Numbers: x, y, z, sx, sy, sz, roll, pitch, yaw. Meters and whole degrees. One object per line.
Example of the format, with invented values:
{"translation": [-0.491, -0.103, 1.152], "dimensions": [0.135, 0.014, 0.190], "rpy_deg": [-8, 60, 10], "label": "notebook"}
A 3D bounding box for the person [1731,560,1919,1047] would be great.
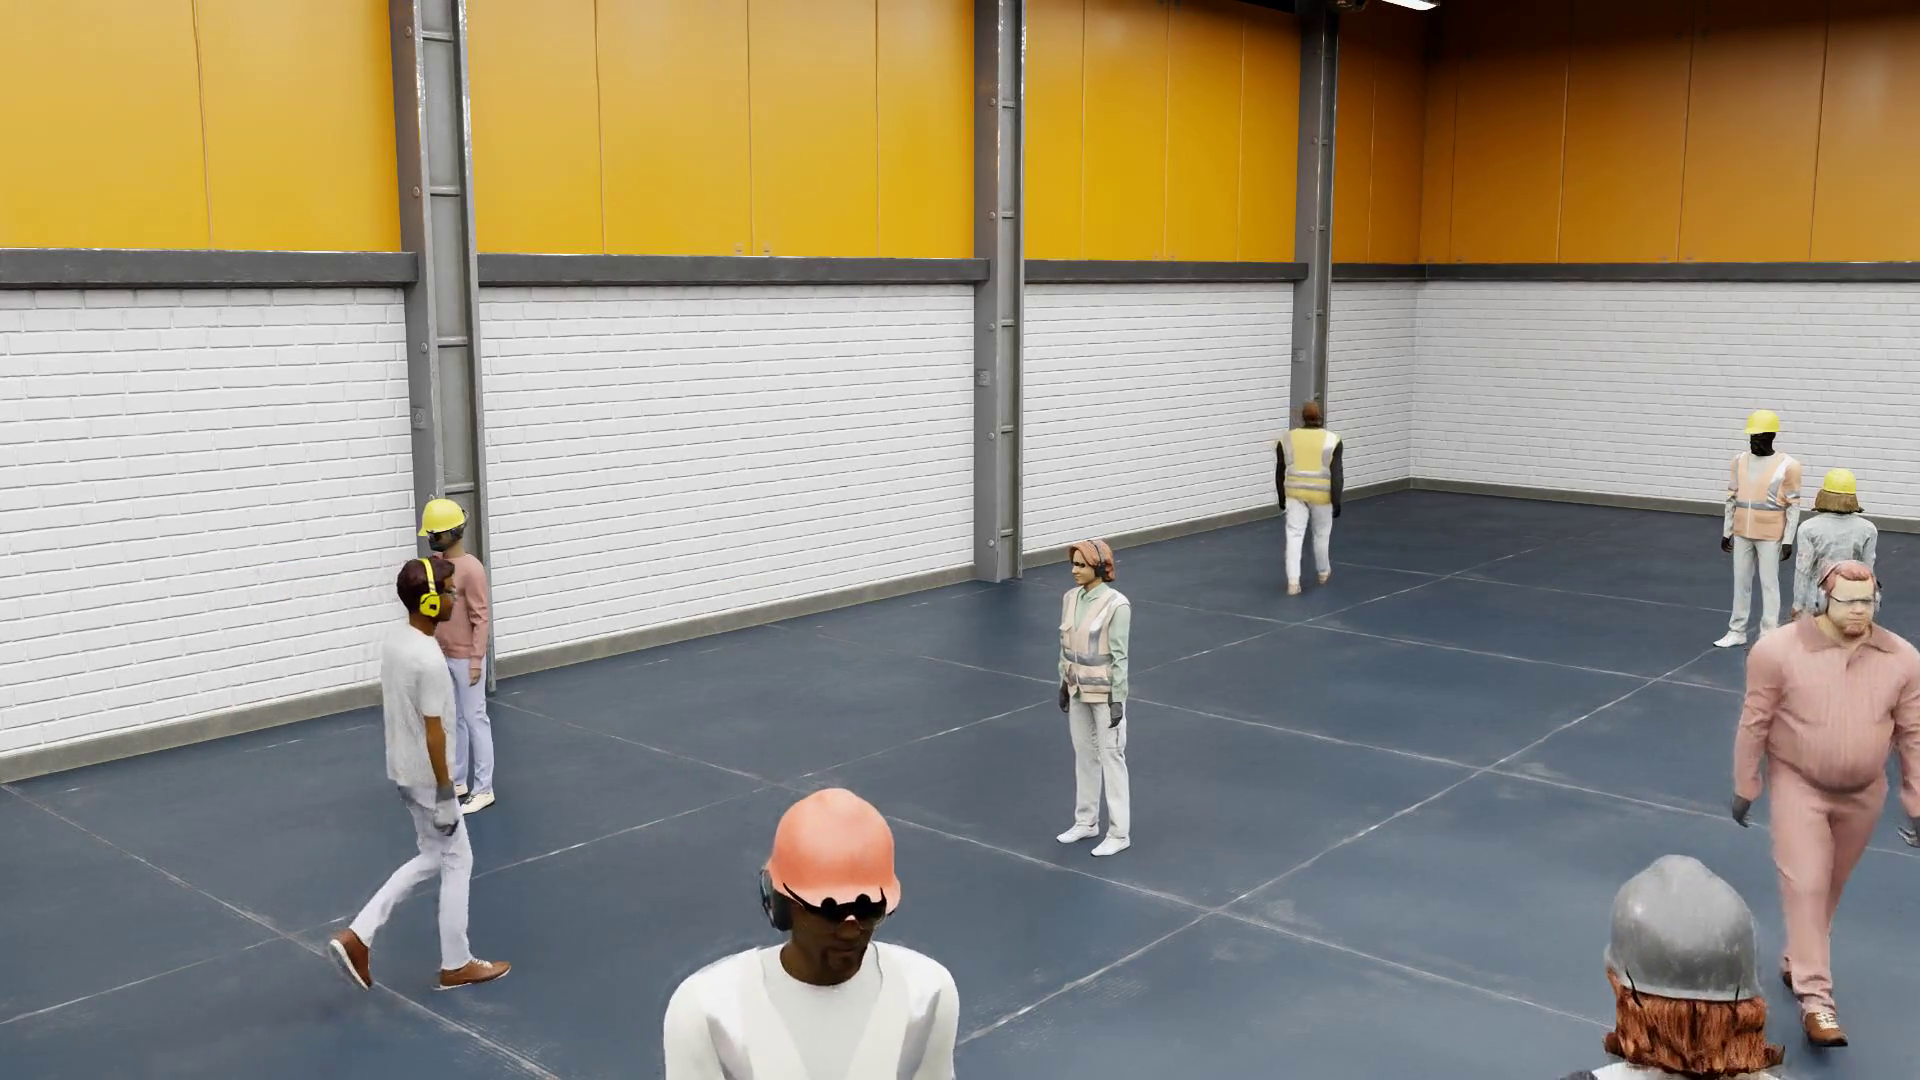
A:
{"translation": [3.443, 1.019, 6.484], "dimensions": [0.679, 1.863, 0.934], "rpy_deg": [1, 9, 5], "label": "person"}

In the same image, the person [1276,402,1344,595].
{"translation": [3.308, -0.412, 15.737], "dimensions": [0.651, 1.785, 0.998], "rpy_deg": [3, 10, 20], "label": "person"}

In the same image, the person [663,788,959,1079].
{"translation": [-0.316, 1.445, 3.431], "dimensions": [0.616, 2.008, 1.005], "rpy_deg": [-3, 9, -15], "label": "person"}

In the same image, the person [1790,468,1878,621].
{"translation": [5.621, 0.405, 10.749], "dimensions": [0.487, 1.744, 0.297], "rpy_deg": [1, 9, 5], "label": "person"}

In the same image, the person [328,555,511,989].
{"translation": [-2.239, 0.979, 6.815], "dimensions": [0.636, 1.849, 0.534], "rpy_deg": [-7, 12, -38], "label": "person"}

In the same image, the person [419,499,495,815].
{"translation": [-2.809, 0.641, 9.224], "dimensions": [0.524, 1.760, 0.326], "rpy_deg": [8, 12, 41], "label": "person"}

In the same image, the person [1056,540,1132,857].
{"translation": [0.697, 0.804, 8.597], "dimensions": [0.311, 1.633, 0.519], "rpy_deg": [-6, 11, -33], "label": "person"}

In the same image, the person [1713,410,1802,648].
{"translation": [6.283, -0.063, 13.107], "dimensions": [0.371, 1.925, 0.595], "rpy_deg": [-6, 11, -32], "label": "person"}
